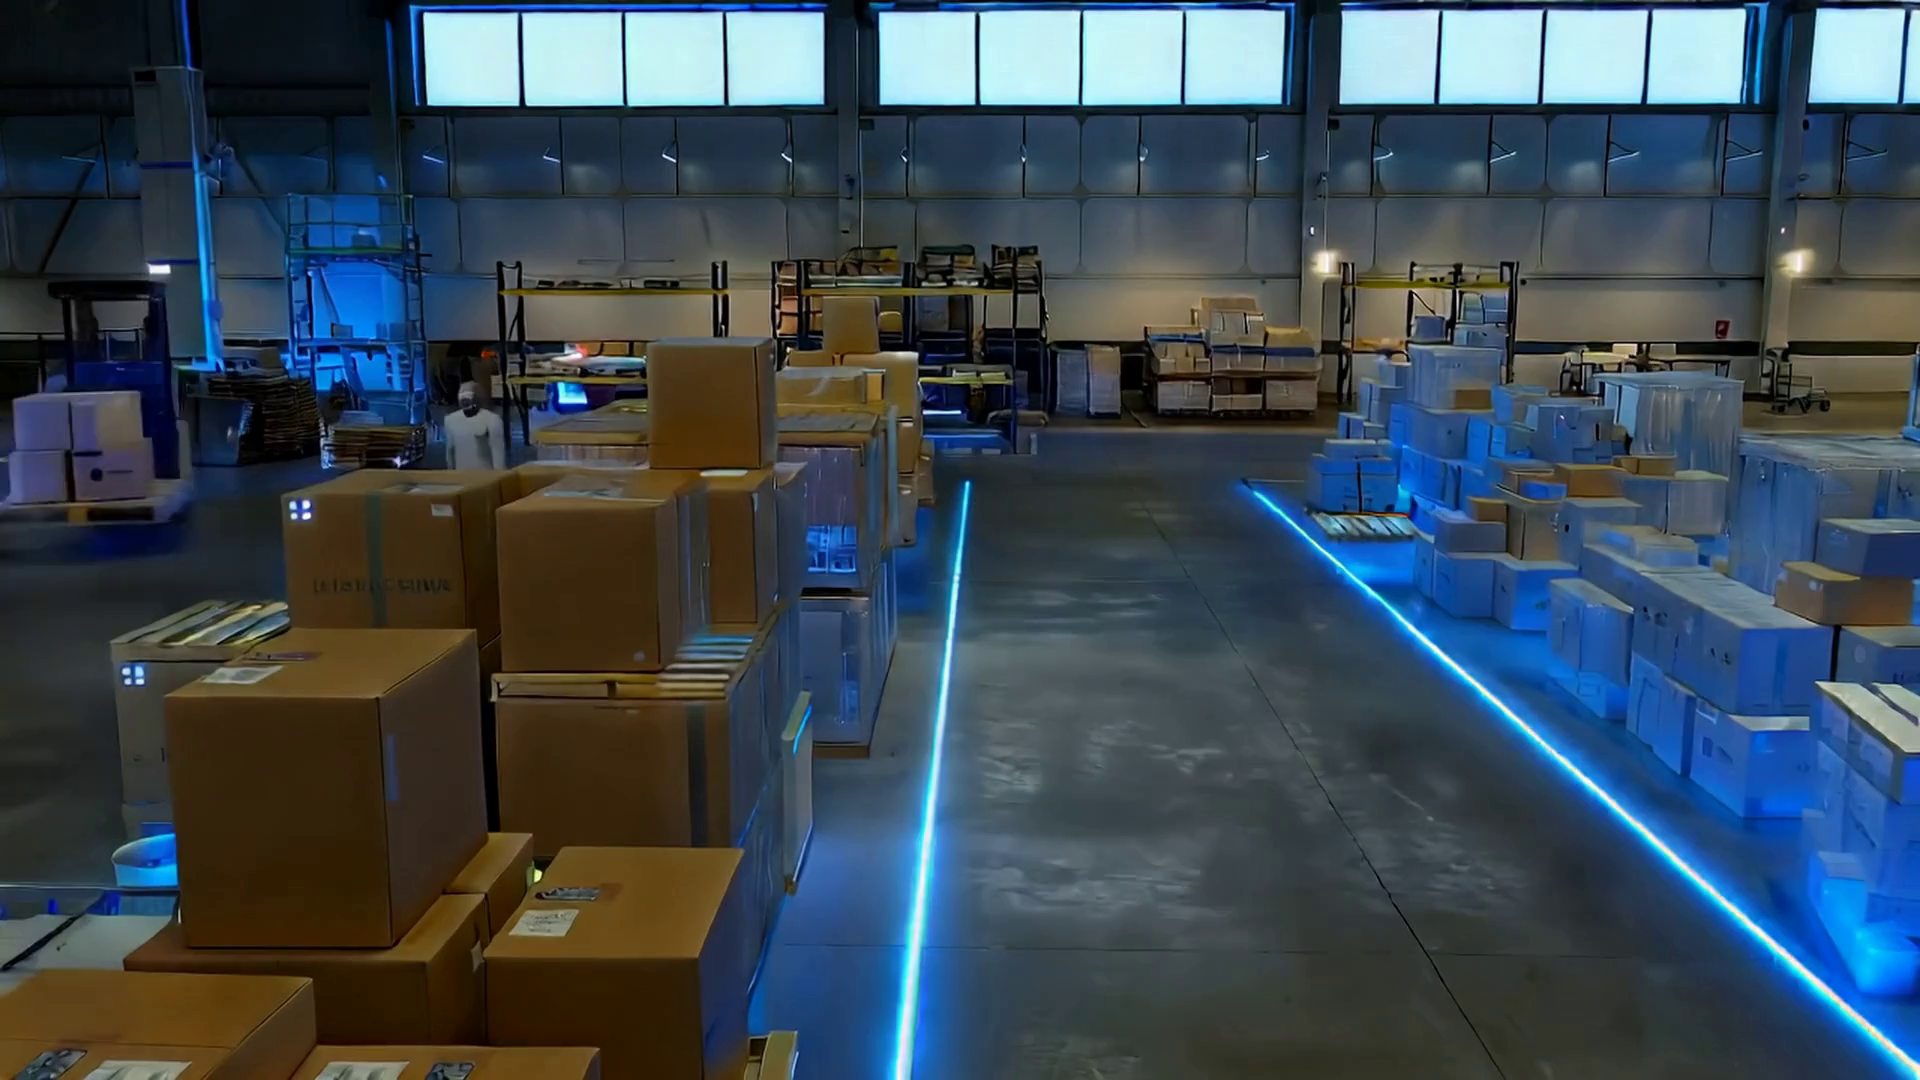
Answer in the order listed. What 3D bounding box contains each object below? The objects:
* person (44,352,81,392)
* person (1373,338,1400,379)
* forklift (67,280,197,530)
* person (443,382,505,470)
[{"bbox_3d":[-11.141,-1.412,20.958,0.641,1.920,0.602,-5,11,-27],"label":"person"},{"bbox_3d":[6.567,-2.237,26.062,1.014,1.873,0.571,0,9,-1],"label":"person"},{"bbox_3d":[-9.751,-1.647,19.498,1.129,2.768,1.873,-3,10,-16],"label":"forklift"},{"bbox_3d":[-4.695,-0.591,16.158,0.647,1.893,1.011,2,10,9],"label":"person"}]
